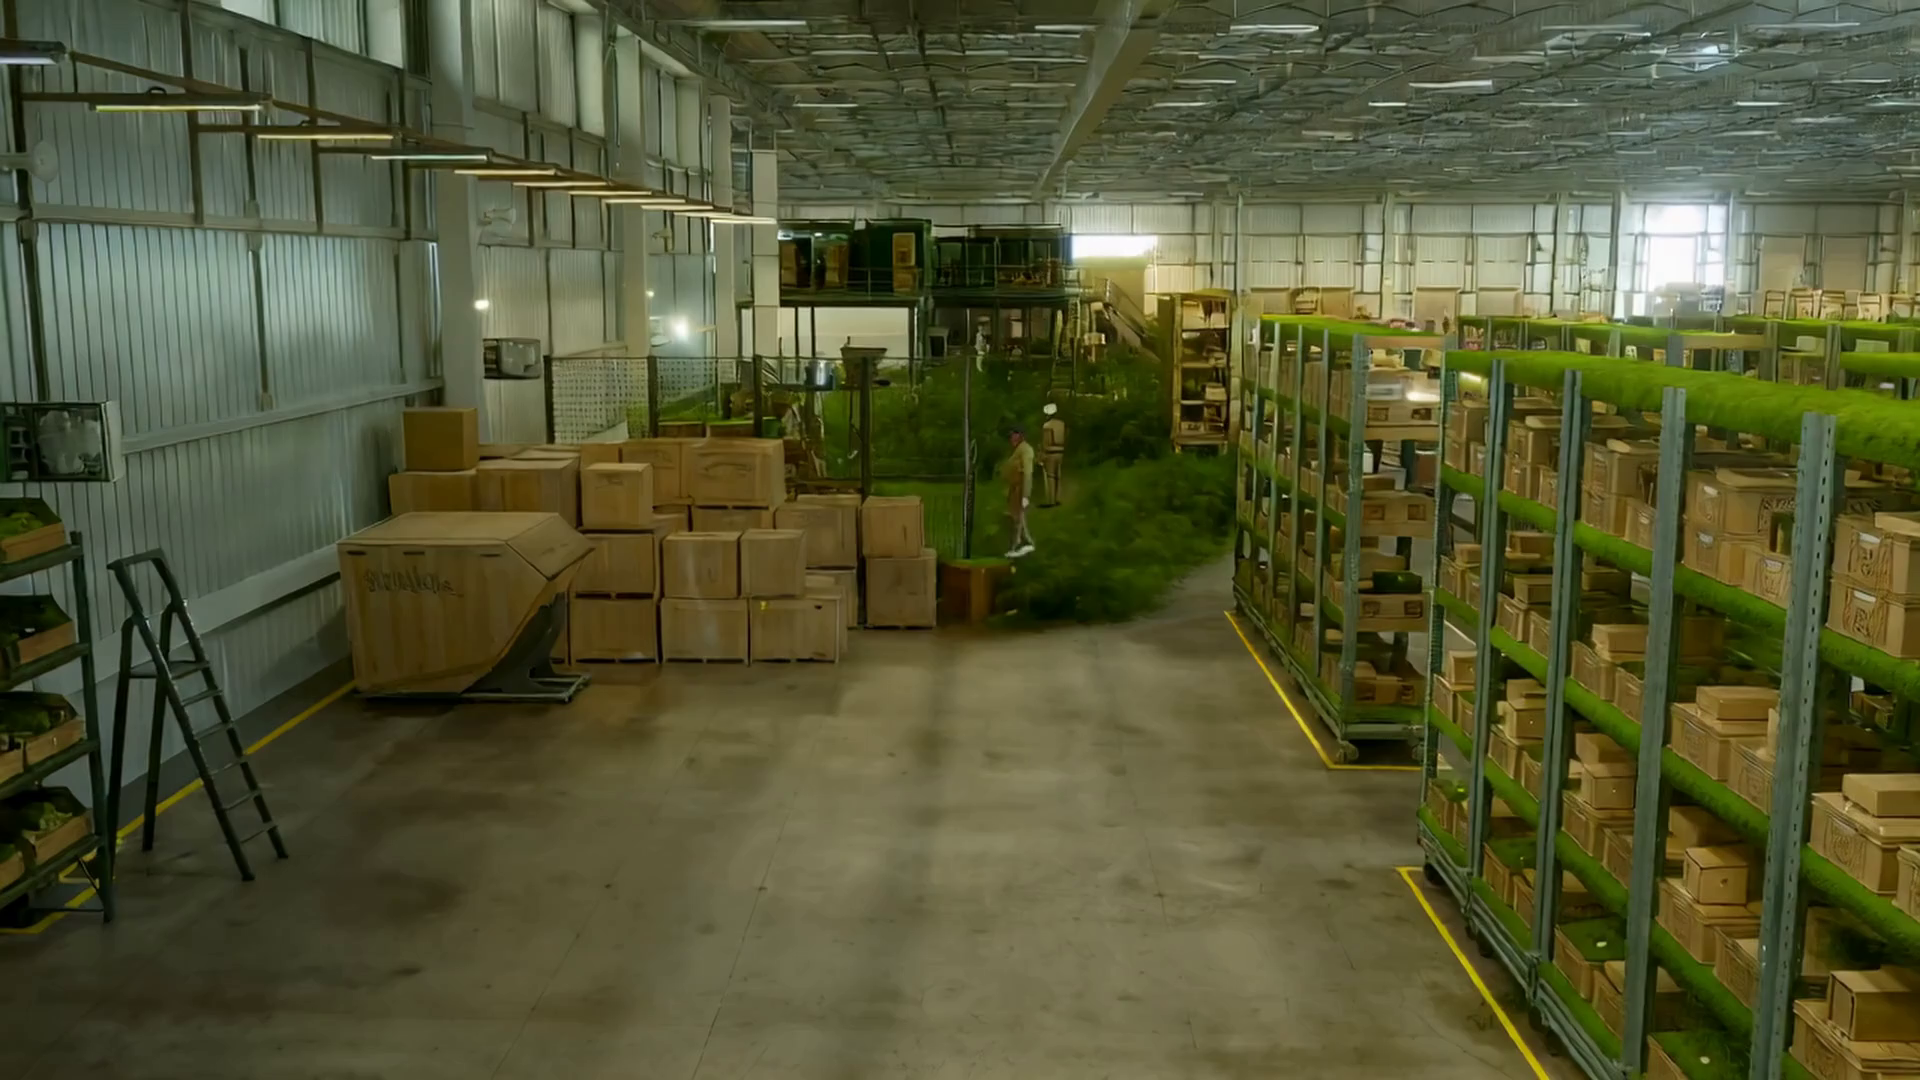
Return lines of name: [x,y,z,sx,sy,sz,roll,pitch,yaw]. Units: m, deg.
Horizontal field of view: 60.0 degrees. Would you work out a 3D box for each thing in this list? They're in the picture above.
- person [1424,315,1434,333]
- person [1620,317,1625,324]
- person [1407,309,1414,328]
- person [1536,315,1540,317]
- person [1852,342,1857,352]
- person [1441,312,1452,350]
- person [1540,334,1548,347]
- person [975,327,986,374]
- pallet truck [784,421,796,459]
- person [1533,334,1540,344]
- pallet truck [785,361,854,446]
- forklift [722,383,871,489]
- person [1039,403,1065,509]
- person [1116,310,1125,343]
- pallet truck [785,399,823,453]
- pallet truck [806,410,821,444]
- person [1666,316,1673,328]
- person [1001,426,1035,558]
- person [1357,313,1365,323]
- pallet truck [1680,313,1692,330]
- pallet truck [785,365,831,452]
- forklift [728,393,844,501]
person: [24.301,-10.791,86.502,0.895,1.801,0.629,-1,9,-6]
person: [30.910,-9.434,77.728,0.585,1.918,0.395,6,11,32]
person: [25.612,-12.189,94.721,0.398,1.918,0.586,7,12,38]
person: [31.356,-11.355,90.251,0.318,1.695,0.540,4,10,22]
person: [32.272,-6.617,60.281,0.361,1.938,0.545,6,11,32]
person: [25.142,-10.768,85.857,0.390,1.948,0.605,-2,10,-14]
person: [25.130,-8.349,71.495,0.322,1.767,0.533,8,12,42]
person: [0.814,-7.497,65.884,0.356,1.882,0.572,6,11,34]
pallet truck: [-4.013,-1.793,32.705,1.601,1.201,0.680,0,9,1]
person: [23.600,-7.977,68.676,0.603,1.926,1.066,9,13,43]
pallet truck: [-3.410,-3.193,38.978,1.885,1.965,0.823,0,9,-1]
forklift: [-2.893,-1.687,28.729,2.680,1.987,1.157,0,9,-1]
person: [1.564,-1.447,28.722,0.404,1.828,0.600,7,11,36]
person: [9.133,-12.167,94.513,0.542,1.939,0.365,0,9,2]
pallet truck: [-3.814,-2.432,36.419,1.630,1.274,0.653,0,9,1]
pallet truck: [-3.559,-2.018,33.905,1.522,1.261,0.704,0,9,-1]
person: [34.200,-9.827,80.172,0.631,1.904,0.537,-5,11,-30]
person: [0.834,-0.690,23.858,0.537,1.898,0.657,-3,10,-17]
person: [20.880,-10.915,86.913,0.959,1.908,0.640,-4,10,-21]
pallet truck: [36.315,-10.531,84.244,0.823,1.965,1.885,-6,11,-33]
pallet truck: [-3.774,-2.976,37.635,1.885,1.965,0.823,1,9,5]
forklift: [-2.979,-1.316,26.476,2.680,1.987,1.157,0,9,1]
